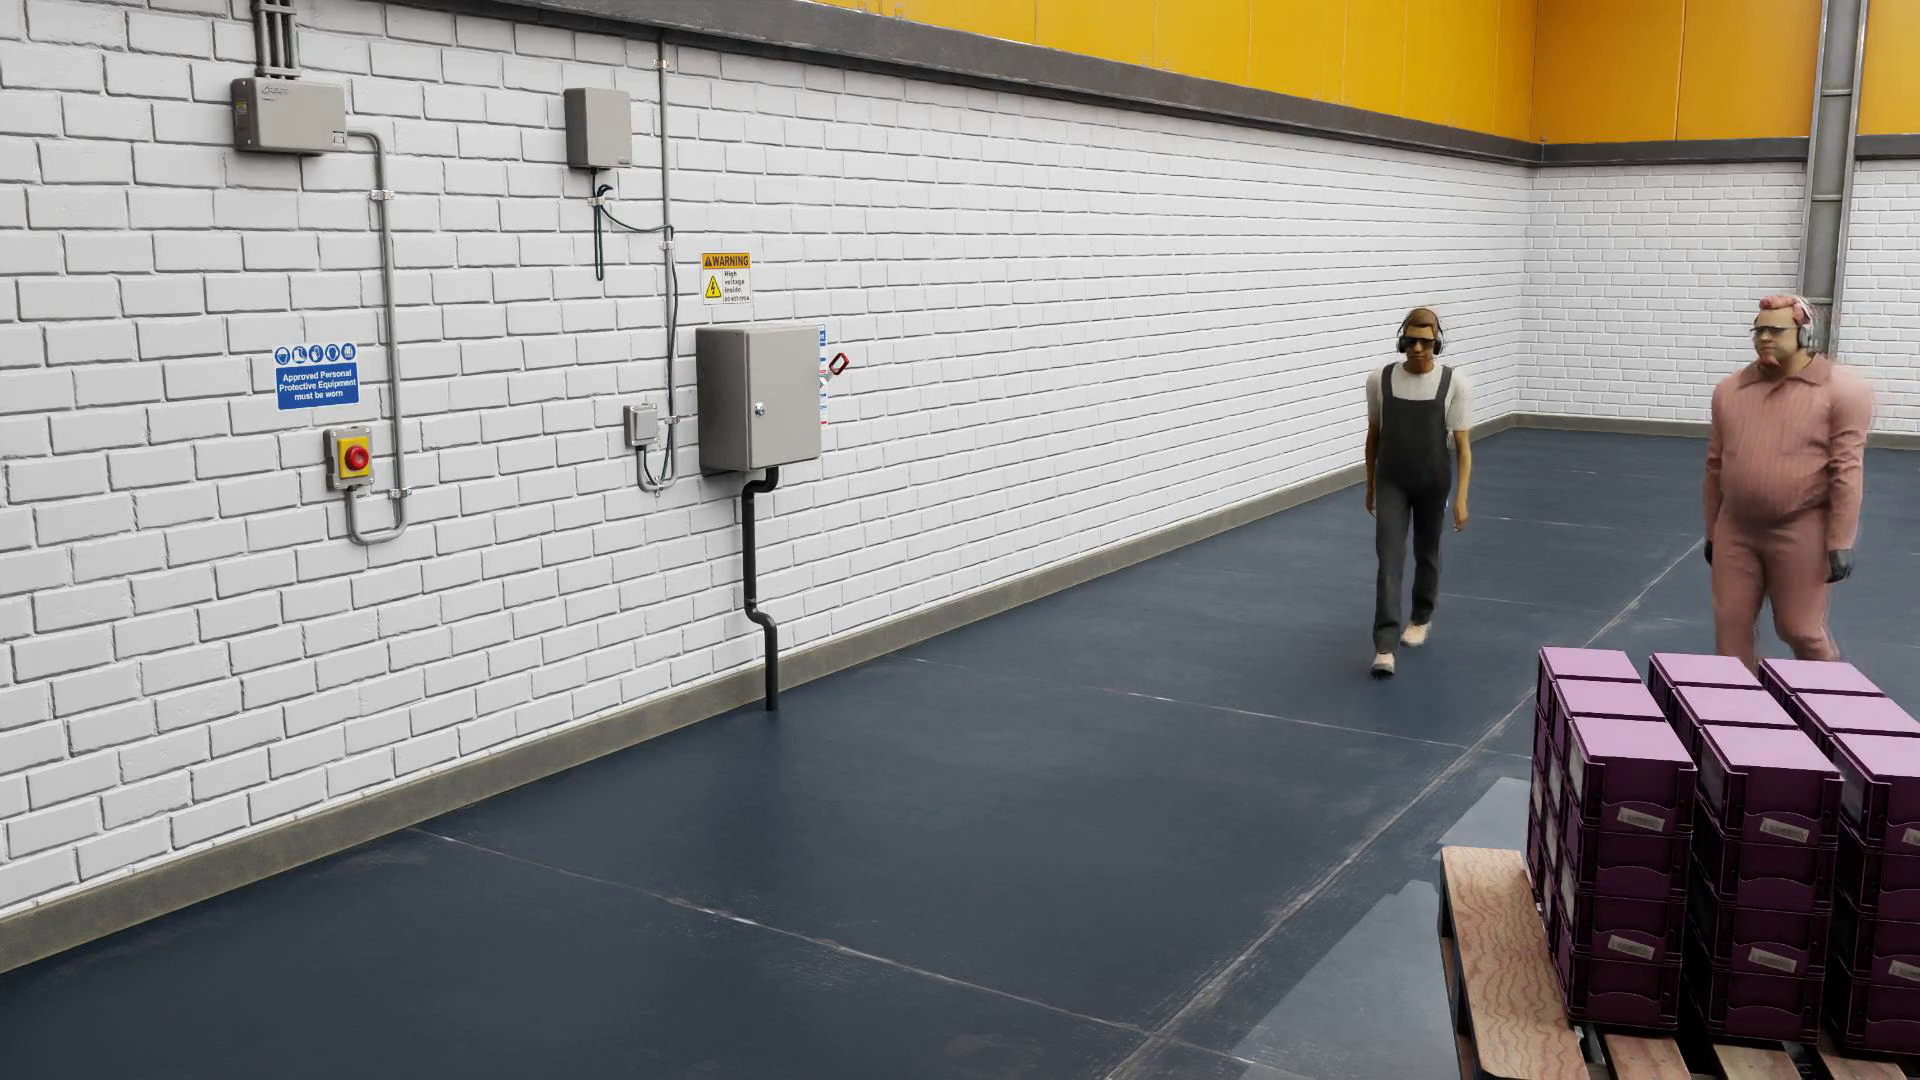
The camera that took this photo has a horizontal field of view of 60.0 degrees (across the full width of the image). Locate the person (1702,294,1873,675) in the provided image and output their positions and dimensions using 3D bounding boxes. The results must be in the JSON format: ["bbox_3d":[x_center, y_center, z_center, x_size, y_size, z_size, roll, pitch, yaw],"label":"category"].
[{"bbox_3d":[3.351,-0.056,6.788,0.678,1.891,0.649,-9,13,-40],"label":"person"}]

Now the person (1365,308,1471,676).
[{"bbox_3d":[2.262,-0.261,8.256,0.523,1.779,1.063,4,11,20],"label":"person"}]
